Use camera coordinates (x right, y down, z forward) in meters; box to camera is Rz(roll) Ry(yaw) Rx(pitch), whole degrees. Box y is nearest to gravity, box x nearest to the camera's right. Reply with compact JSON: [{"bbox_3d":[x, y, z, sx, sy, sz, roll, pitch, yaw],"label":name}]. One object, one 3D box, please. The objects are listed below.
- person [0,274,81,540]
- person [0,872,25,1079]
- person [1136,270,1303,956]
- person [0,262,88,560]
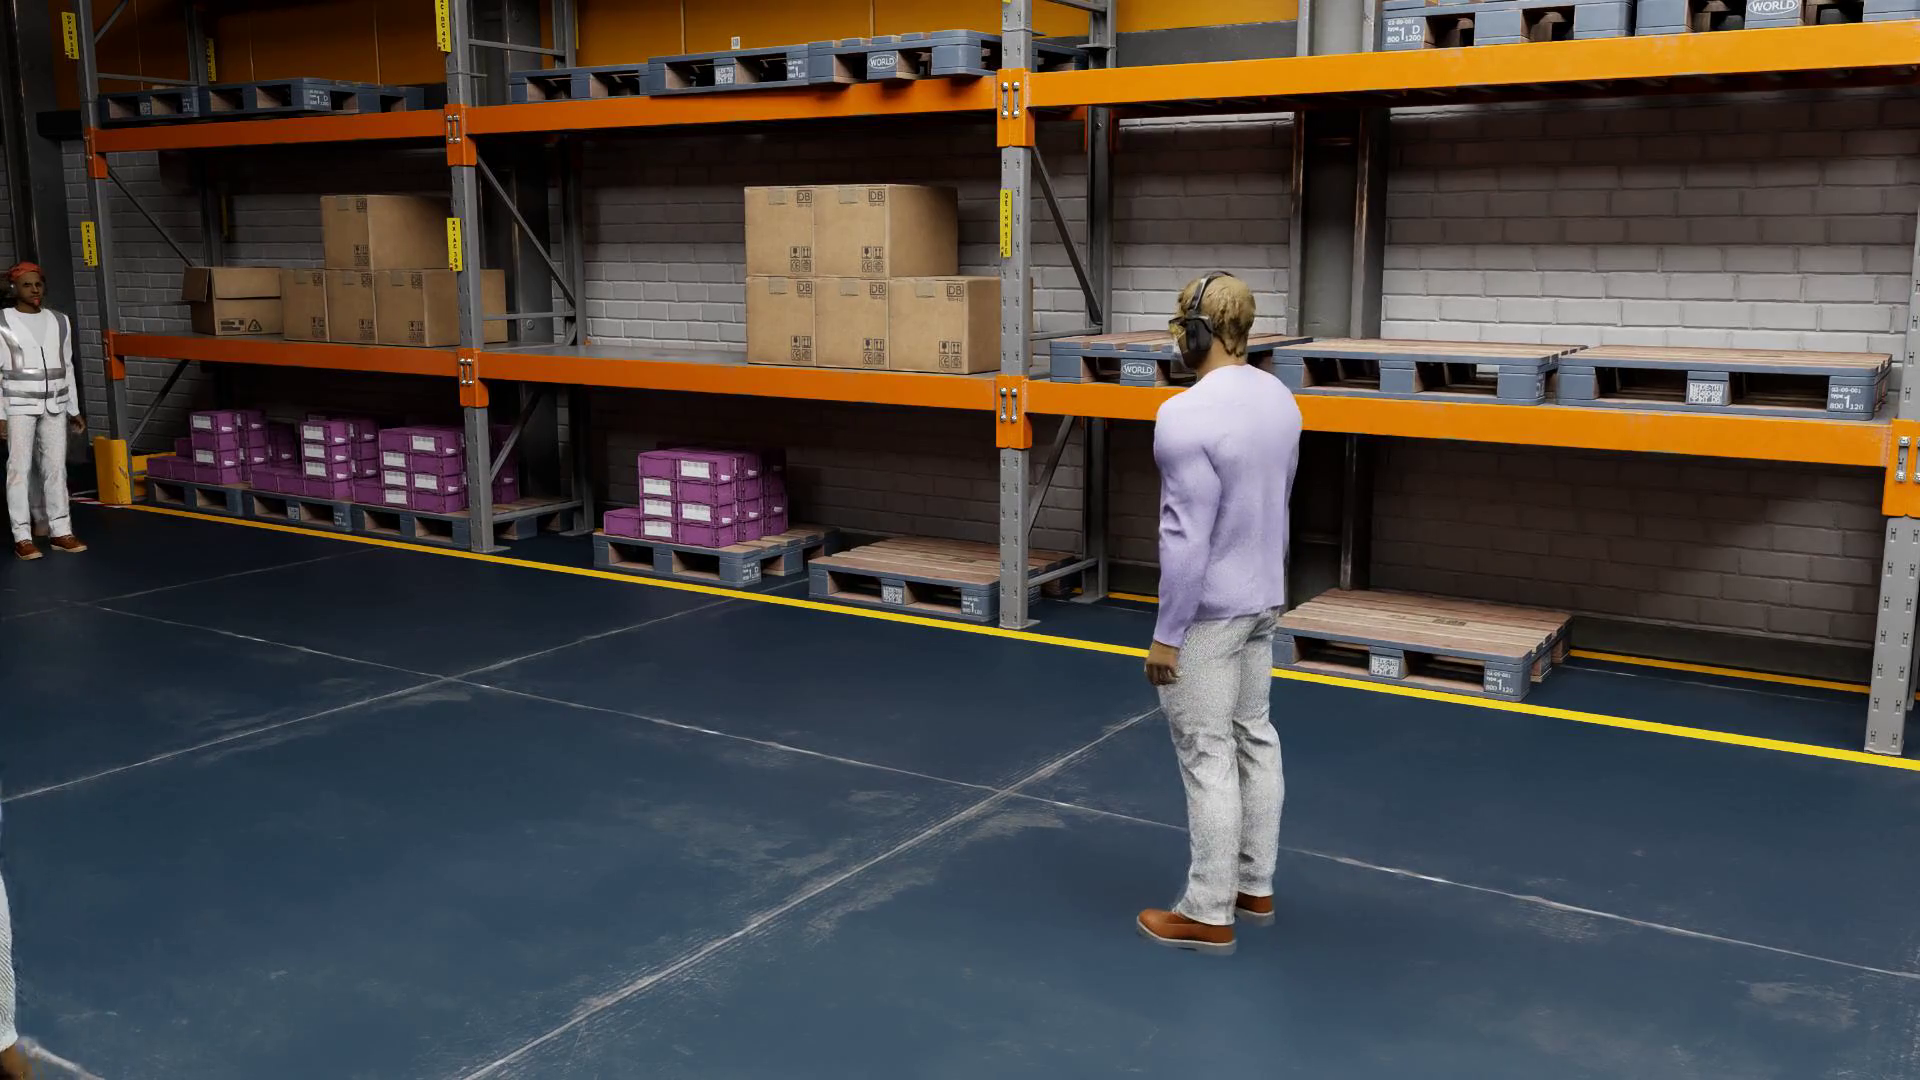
[{"bbox_3d":[-6.305,-0.883,11.215,0.639,1.804,0.658,-3,11,-17],"label":"person"},{"bbox_3d":[-1.646,0.679,2.243,0.814,1.899,0.568,6,12,29],"label":"person"},{"bbox_3d":[0.737,0.211,4.747,0.352,1.937,0.635,8,13,38],"label":"person"},{"bbox_3d":[-5.912,-0.826,10.644,0.353,1.883,0.573,6,12,31],"label":"person"}]
